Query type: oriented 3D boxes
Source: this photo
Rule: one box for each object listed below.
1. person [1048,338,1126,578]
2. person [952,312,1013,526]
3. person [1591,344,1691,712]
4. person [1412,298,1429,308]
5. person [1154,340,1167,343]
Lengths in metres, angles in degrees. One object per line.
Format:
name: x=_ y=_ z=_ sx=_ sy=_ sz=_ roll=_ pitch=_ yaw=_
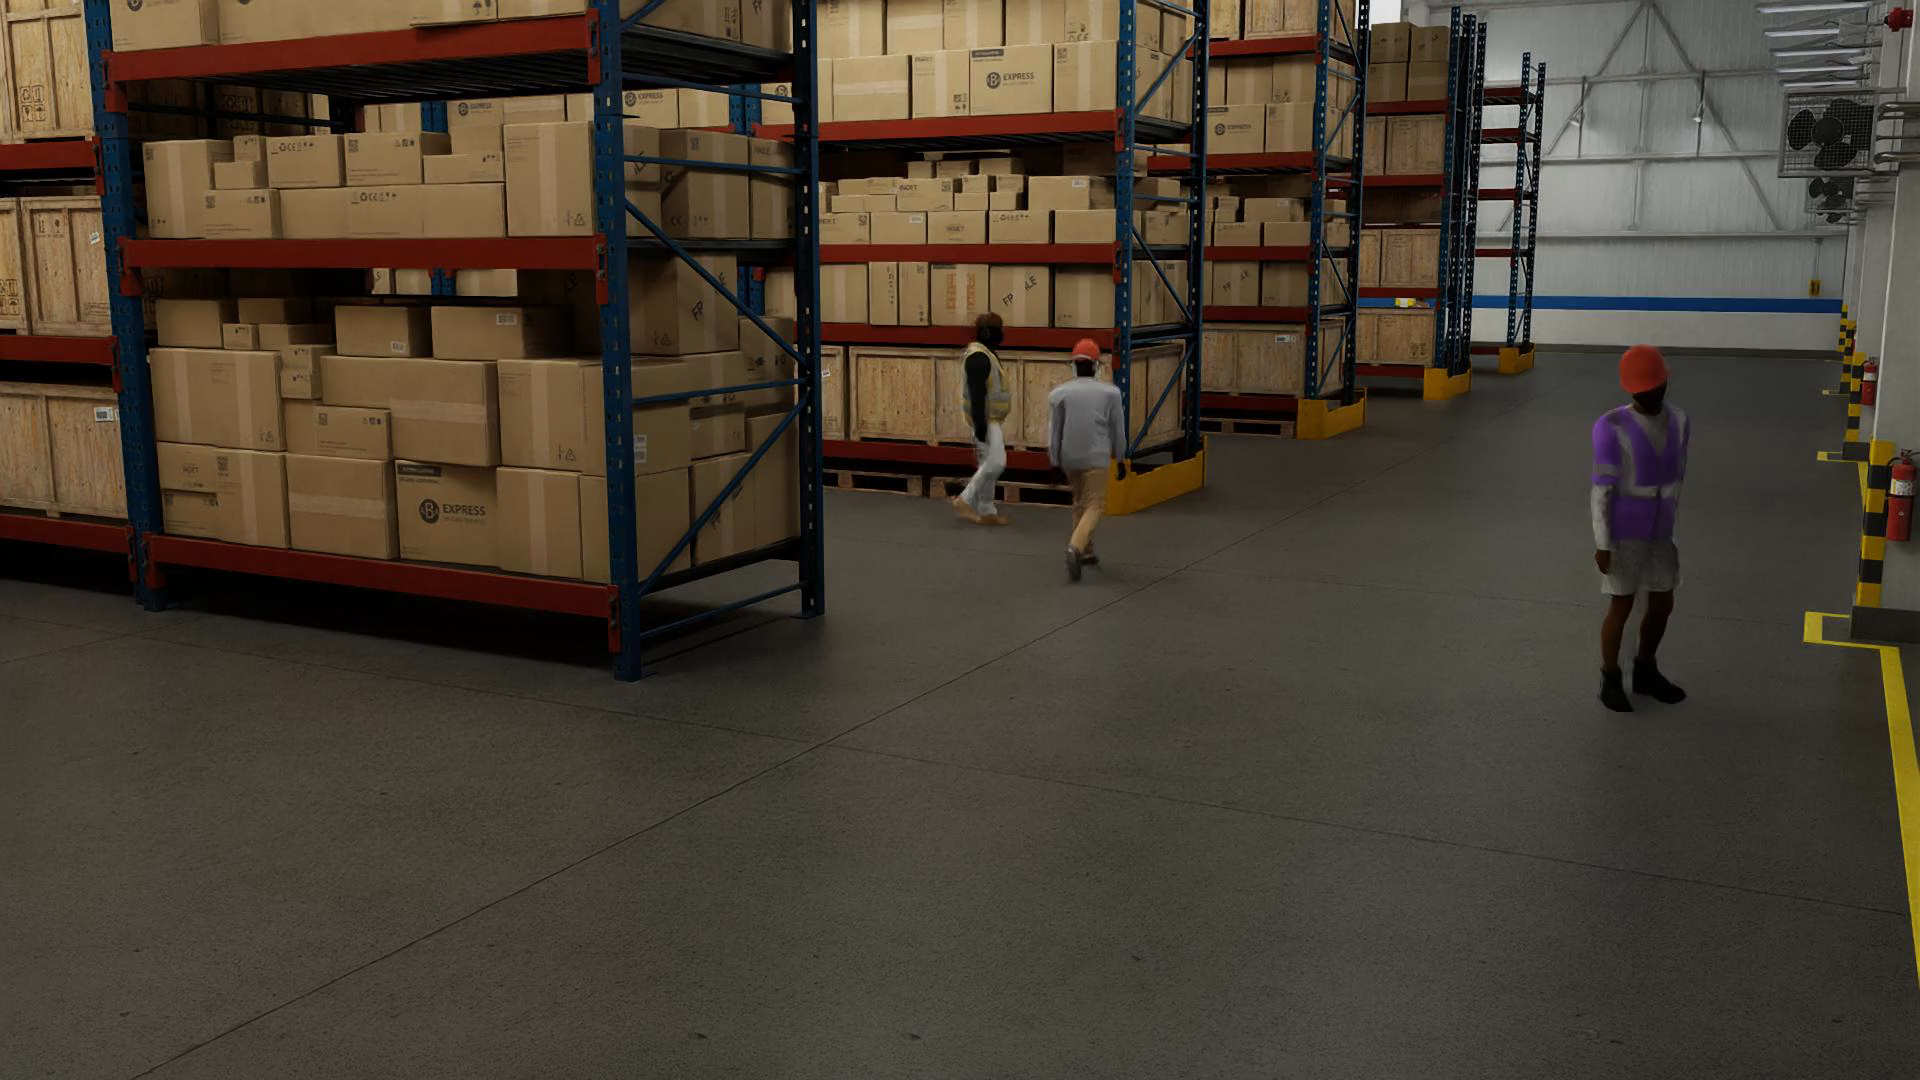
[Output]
person: x=0.903 y=-0.604 z=12.092 sx=0.558 sy=1.727 sz=0.784 roll=5 pitch=11 yaw=28
person: x=0.227 y=-1.009 z=14.112 sx=0.435 sy=1.833 sz=0.648 roll=2 pitch=10 yaw=9
person: x=3.432 y=-0.049 z=8.393 sx=0.601 sy=1.888 sz=0.498 roll=-3 pitch=10 yaw=-14
person: x=8.938 y=-4.068 z=32.379 sx=0.514 sy=1.642 sz=0.310 roll=-9 pitch=13 yaw=-42
person: x=2.291 y=-2.050 z=19.969 sx=0.555 sy=1.886 sz=1.014 roll=-4 pitch=11 yaw=-22
